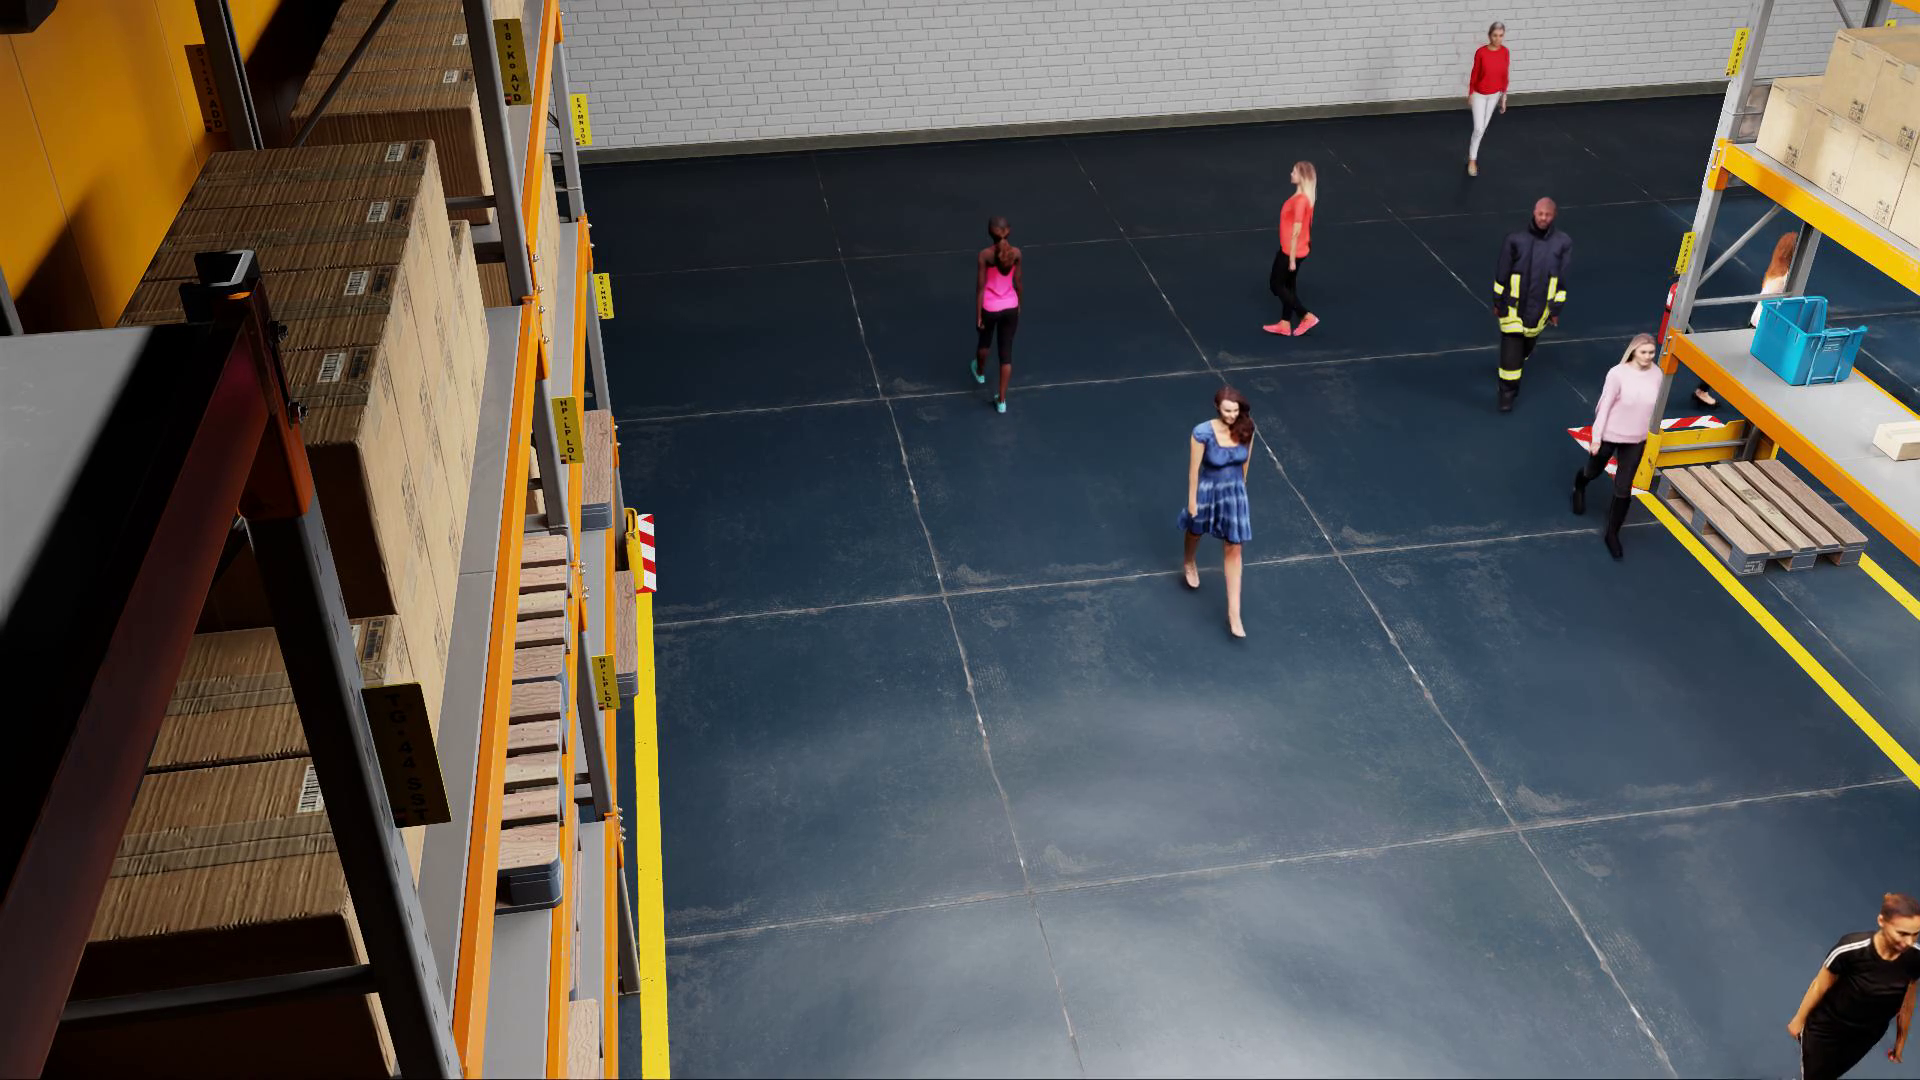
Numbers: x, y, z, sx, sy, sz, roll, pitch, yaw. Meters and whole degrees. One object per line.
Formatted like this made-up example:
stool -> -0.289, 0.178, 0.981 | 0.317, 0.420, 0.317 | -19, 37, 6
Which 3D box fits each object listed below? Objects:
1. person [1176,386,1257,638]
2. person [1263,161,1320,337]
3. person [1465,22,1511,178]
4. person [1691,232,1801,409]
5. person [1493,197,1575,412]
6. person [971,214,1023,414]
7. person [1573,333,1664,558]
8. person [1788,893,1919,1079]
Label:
person -> 1.739, -0.273, 11.487 | 0.688, 1.746, 1.175 | -8, 34, -11
person -> 3.104, -2.596, 15.040 | 0.828, 1.681, 0.799 | 10, 35, 15
person -> 5.853, -4.970, 18.615 | 0.553, 1.677, 0.741 | -5, 34, -7
person -> 6.566, -1.755, 13.782 | 1.121, 1.675, 1.084 | 18, 38, 25
person -> 4.838, -2.074, 14.161 | 1.035, 1.787, 1.291 | 7, 34, 11
person -> 0.341, -1.864, 13.927 | 0.593, 1.695, 0.976 | -5, 34, -7
person -> 4.856, -0.800, 12.364 | 0.745, 1.653, 1.147 | 0, 34, 0
person -> 4.128, 2.213, 7.829 | 0.658, 1.655, 0.641 | 0, 34, 1
